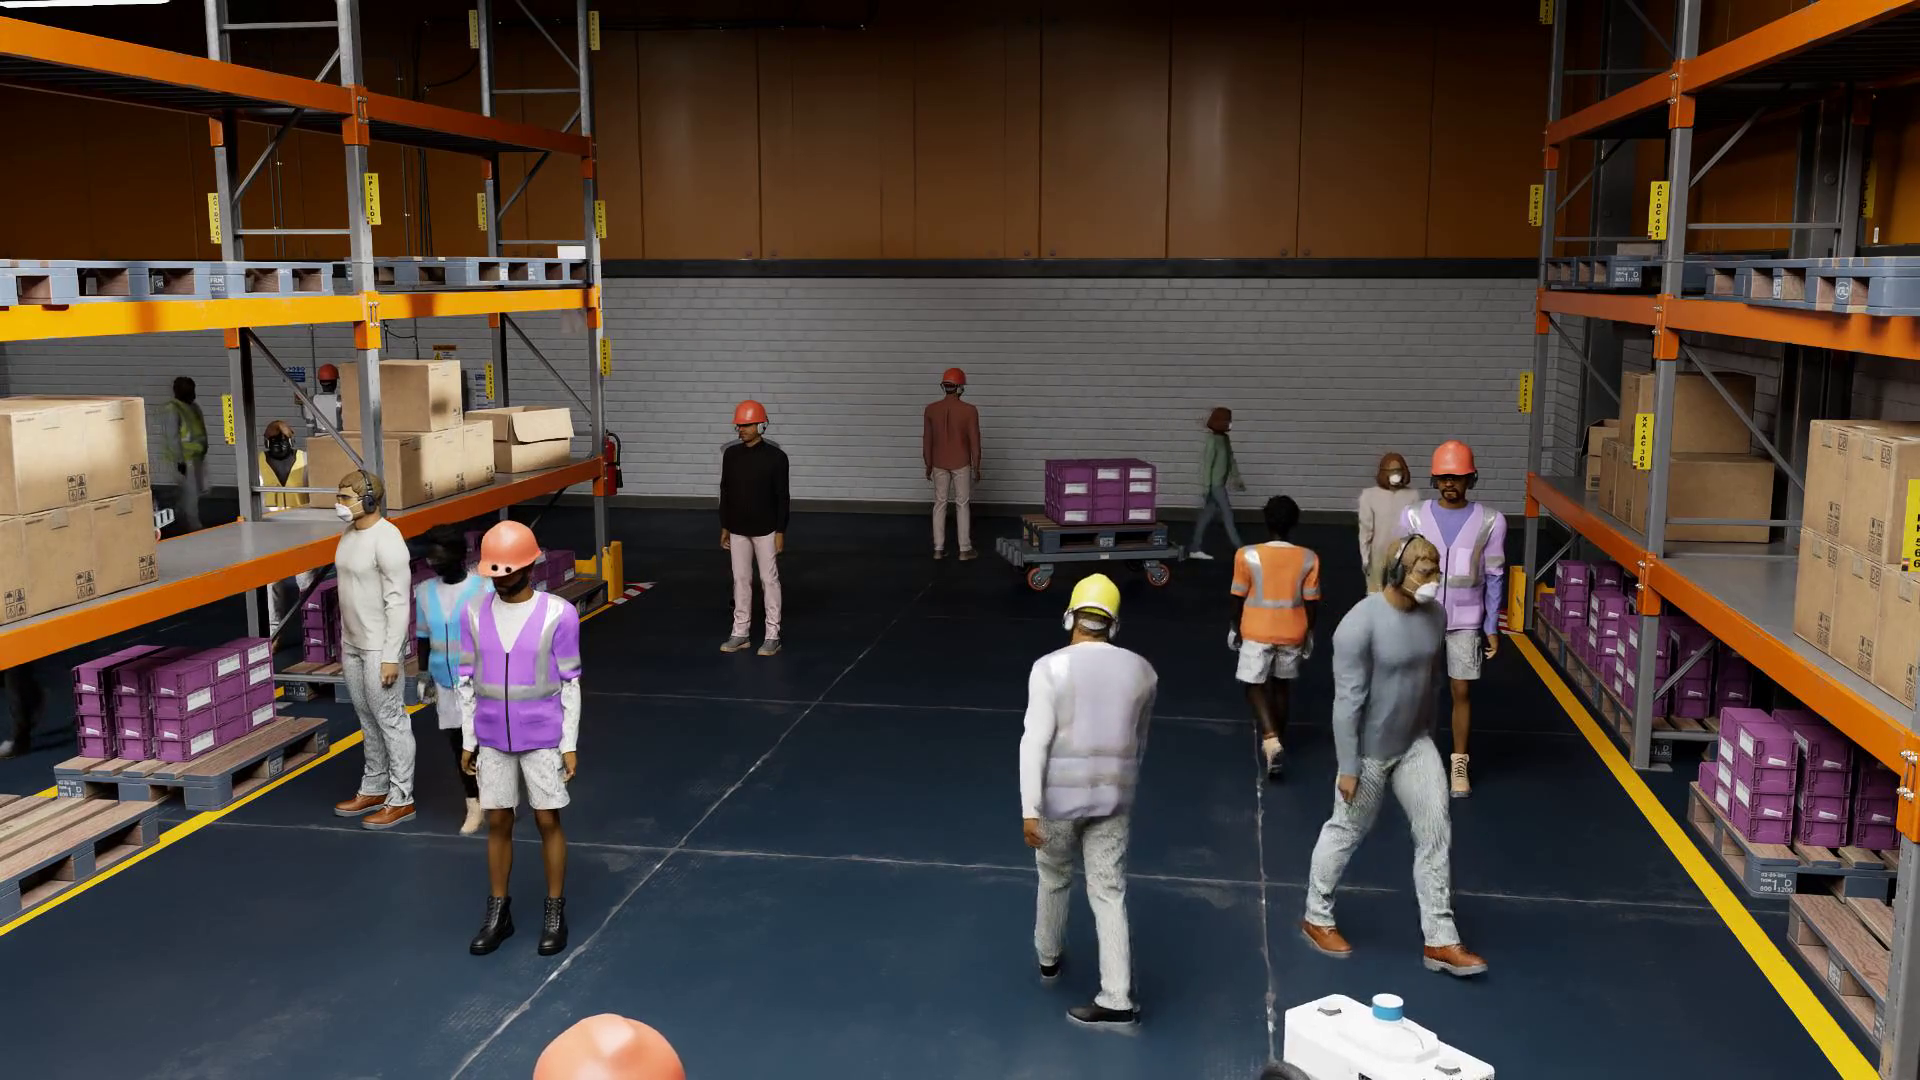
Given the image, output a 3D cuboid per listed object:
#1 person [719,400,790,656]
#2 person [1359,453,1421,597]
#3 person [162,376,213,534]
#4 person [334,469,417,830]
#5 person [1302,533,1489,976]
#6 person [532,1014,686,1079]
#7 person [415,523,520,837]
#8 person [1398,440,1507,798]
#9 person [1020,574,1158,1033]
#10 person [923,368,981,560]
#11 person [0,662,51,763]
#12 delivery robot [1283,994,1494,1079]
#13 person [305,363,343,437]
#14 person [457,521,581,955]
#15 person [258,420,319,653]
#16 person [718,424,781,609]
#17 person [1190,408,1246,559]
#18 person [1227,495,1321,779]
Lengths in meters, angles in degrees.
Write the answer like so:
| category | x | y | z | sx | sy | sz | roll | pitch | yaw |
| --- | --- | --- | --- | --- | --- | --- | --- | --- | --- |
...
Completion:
| category | x | y | z | sx | sy | sz | roll | pitch | yaw |
| --- | --- | --- | --- | --- | --- | --- | --- | --- | --- |
| person | -1.615 | -0.096 | 12.982 | 0.609 | 1.995 | 0.375 | 4 | 10 | 24 |
| person | 3.272 | 0.152 | 12.649 | 0.507 | 1.609 | 0.632 | 0 | 9 | 0 |
| person | -8.692 | -0.931 | 18.674 | 0.491 | 1.818 | 0.636 | 0 | 9 | 0 |
| person | -3.176 | 0.580 | 8.984 | 0.372 | 1.940 | 0.631 | -9 | 13 | -44 |
| person | 1.874 | 0.916 | 7.065 | 0.645 | 1.889 | 0.938 | -6 | 11 | -32 |
| person | -0.500 | 1.631 | 2.503 | 0.545 | 1.938 | 0.355 | -7 | 11 | -36 |
| person | -2.625 | 0.741 | 8.801 | 0.568 | 1.674 | 0.358 | 3 | 10 | 16 |
| person | 2.767 | 0.450 | 9.463 | 0.605 | 2.045 | 0.377 | 3 | 10 | 20 |
| person | 0.507 | 1.036 | 6.729 | 0.617 | 1.770 | 0.786 | -3 | 10 | -15 |
| person | -0.072 | -0.789 | 17.254 | 0.622 | 1.992 | 0.397 | 3 | 10 | 20 |
| person | -5.869 | 0.352 | 10.264 | 0.629 | 1.978 | 0.567 | 2 | 9 | 10 |
| delivery robot | 1.431 | 1.773 | 5.594 | 0.477 | 0.478 | 0.707 | -6 | 11 | -34 |
| person | -7.142 | -1.037 | 18.950 | 0.545 | 1.942 | 0.350 | 0 | 9 | -1 |
| person | -1.927 | 0.864 | 7.266 | 0.542 | 1.928 | 0.374 | 1 | 9 | 3 |
| person | -5.280 | -0.023 | 13.035 | 0.621 | 1.837 | 0.429 | -4 | 10 | -22 |
| person | -1.853 | -0.289 | 14.673 | 0.590 | 1.833 | 0.404 | -4 | 10 | -25 |
| person | 2.737 | -0.554 | 17.070 | 0.825 | 1.586 | 0.508 | 4 | 10 | 22 |
| person | 1.882 | 0.568 | 9.889 | 0.537 | 1.673 | 0.720 | -1 | 9 | -8 |
